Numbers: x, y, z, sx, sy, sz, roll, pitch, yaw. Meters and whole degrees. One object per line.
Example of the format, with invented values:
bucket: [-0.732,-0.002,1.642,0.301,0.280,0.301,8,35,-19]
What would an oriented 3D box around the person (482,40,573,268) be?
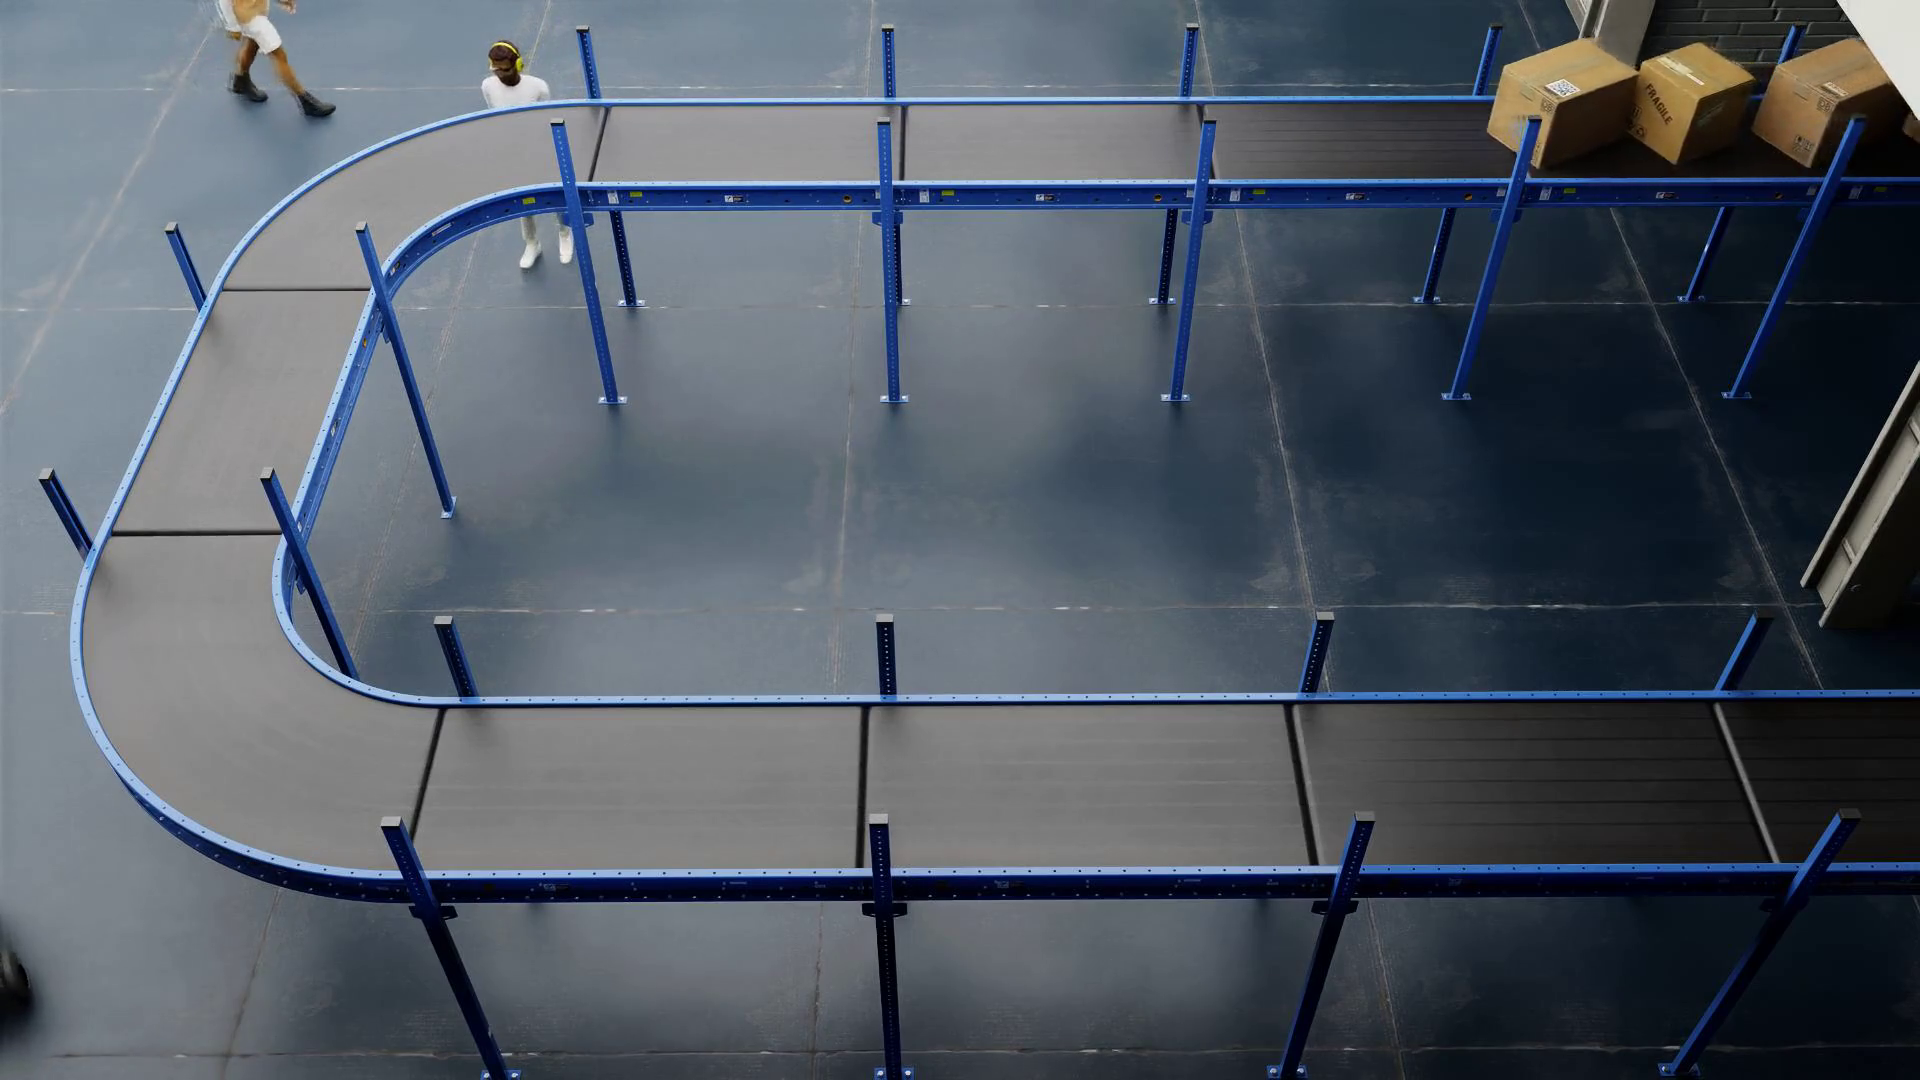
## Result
person: [-3.178,-2.837,12.652,0.534,1.874,0.333,2,47,2]

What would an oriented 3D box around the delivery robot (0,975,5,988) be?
delivery robot: [-5.224,2.087,8.902,0.477,0.478,0.707,-22,51,-20]

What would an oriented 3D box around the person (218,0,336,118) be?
person: [-5.823,-4.379,14.076,0.985,1.897,0.560,8,47,7]
